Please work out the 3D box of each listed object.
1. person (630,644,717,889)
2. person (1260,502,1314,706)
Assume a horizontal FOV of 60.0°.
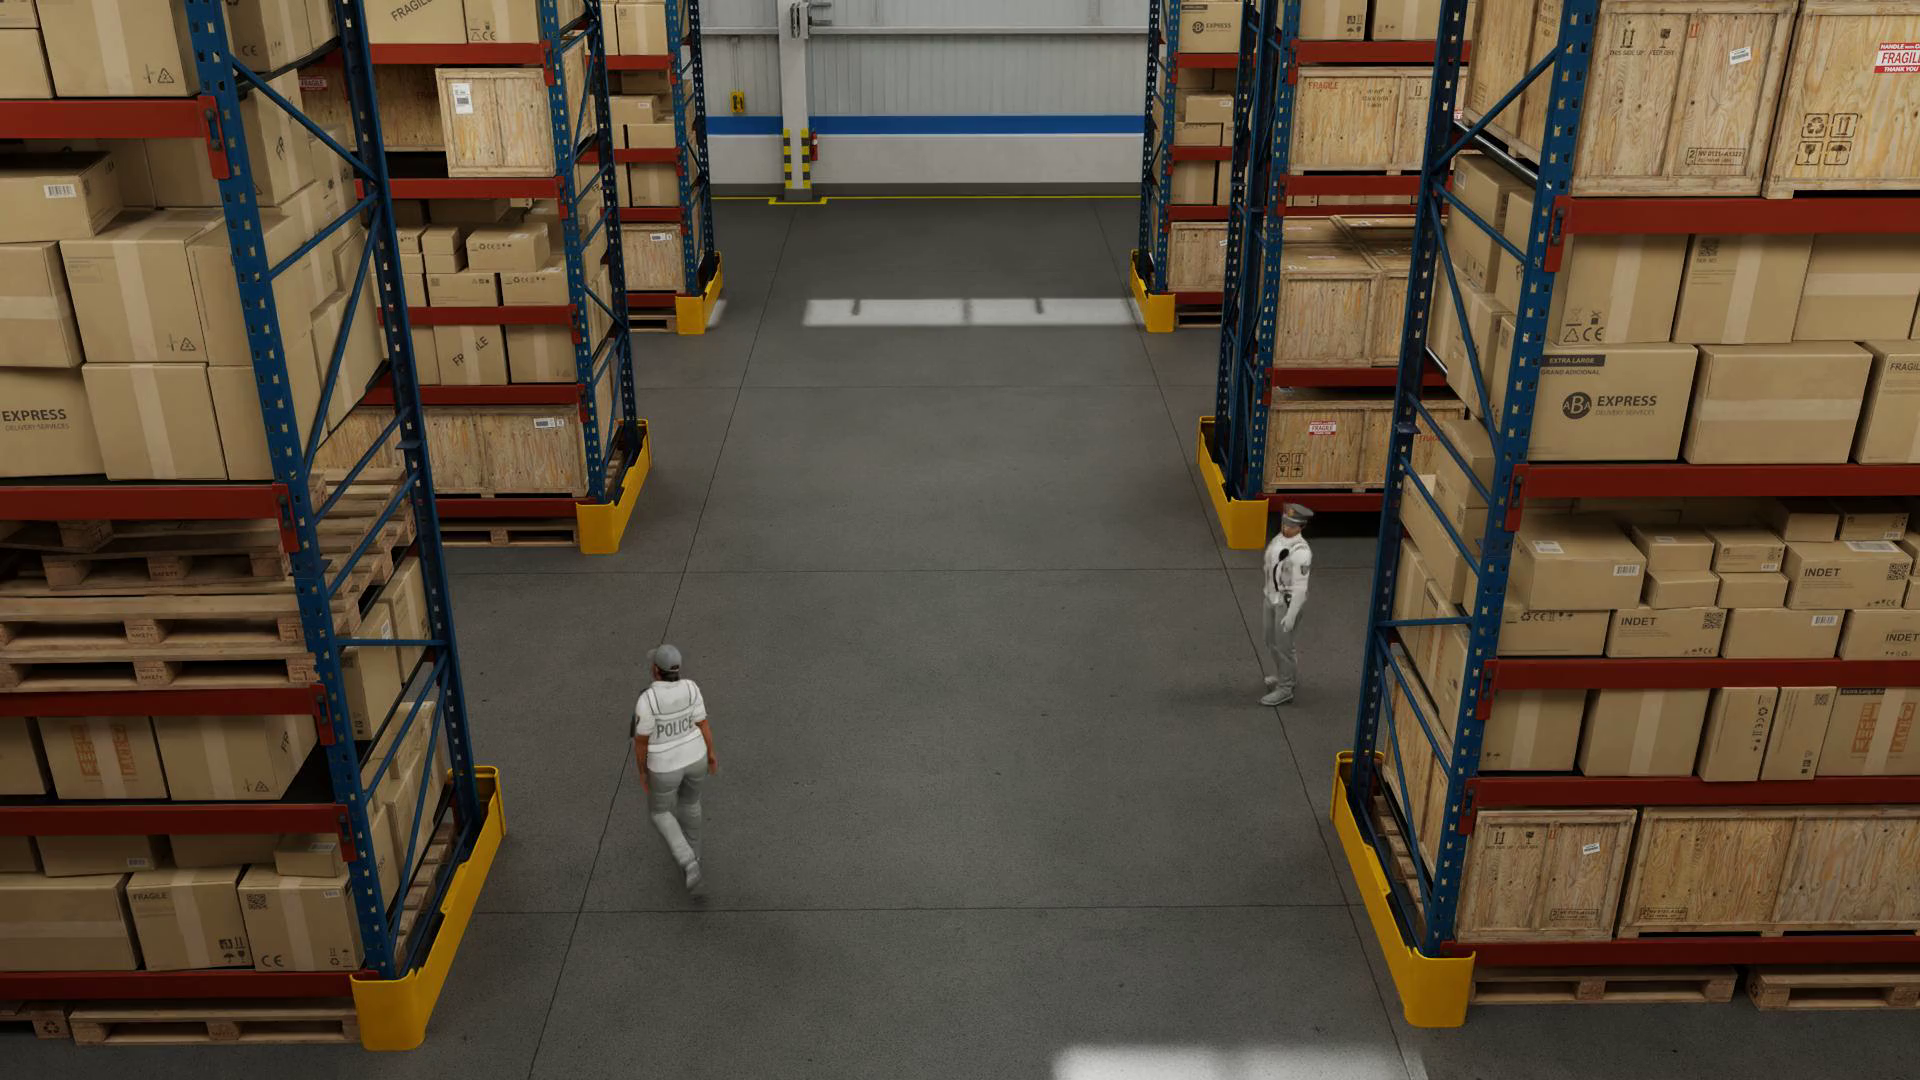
[{"bbox_3d":[-1.824,1.469,10.841,0.550,1.647,0.669,-18,30,-33],"label":"person"},{"bbox_3d":[2.536,0.489,12.957,0.382,1.709,0.523,-5,25,-10],"label":"person"}]
